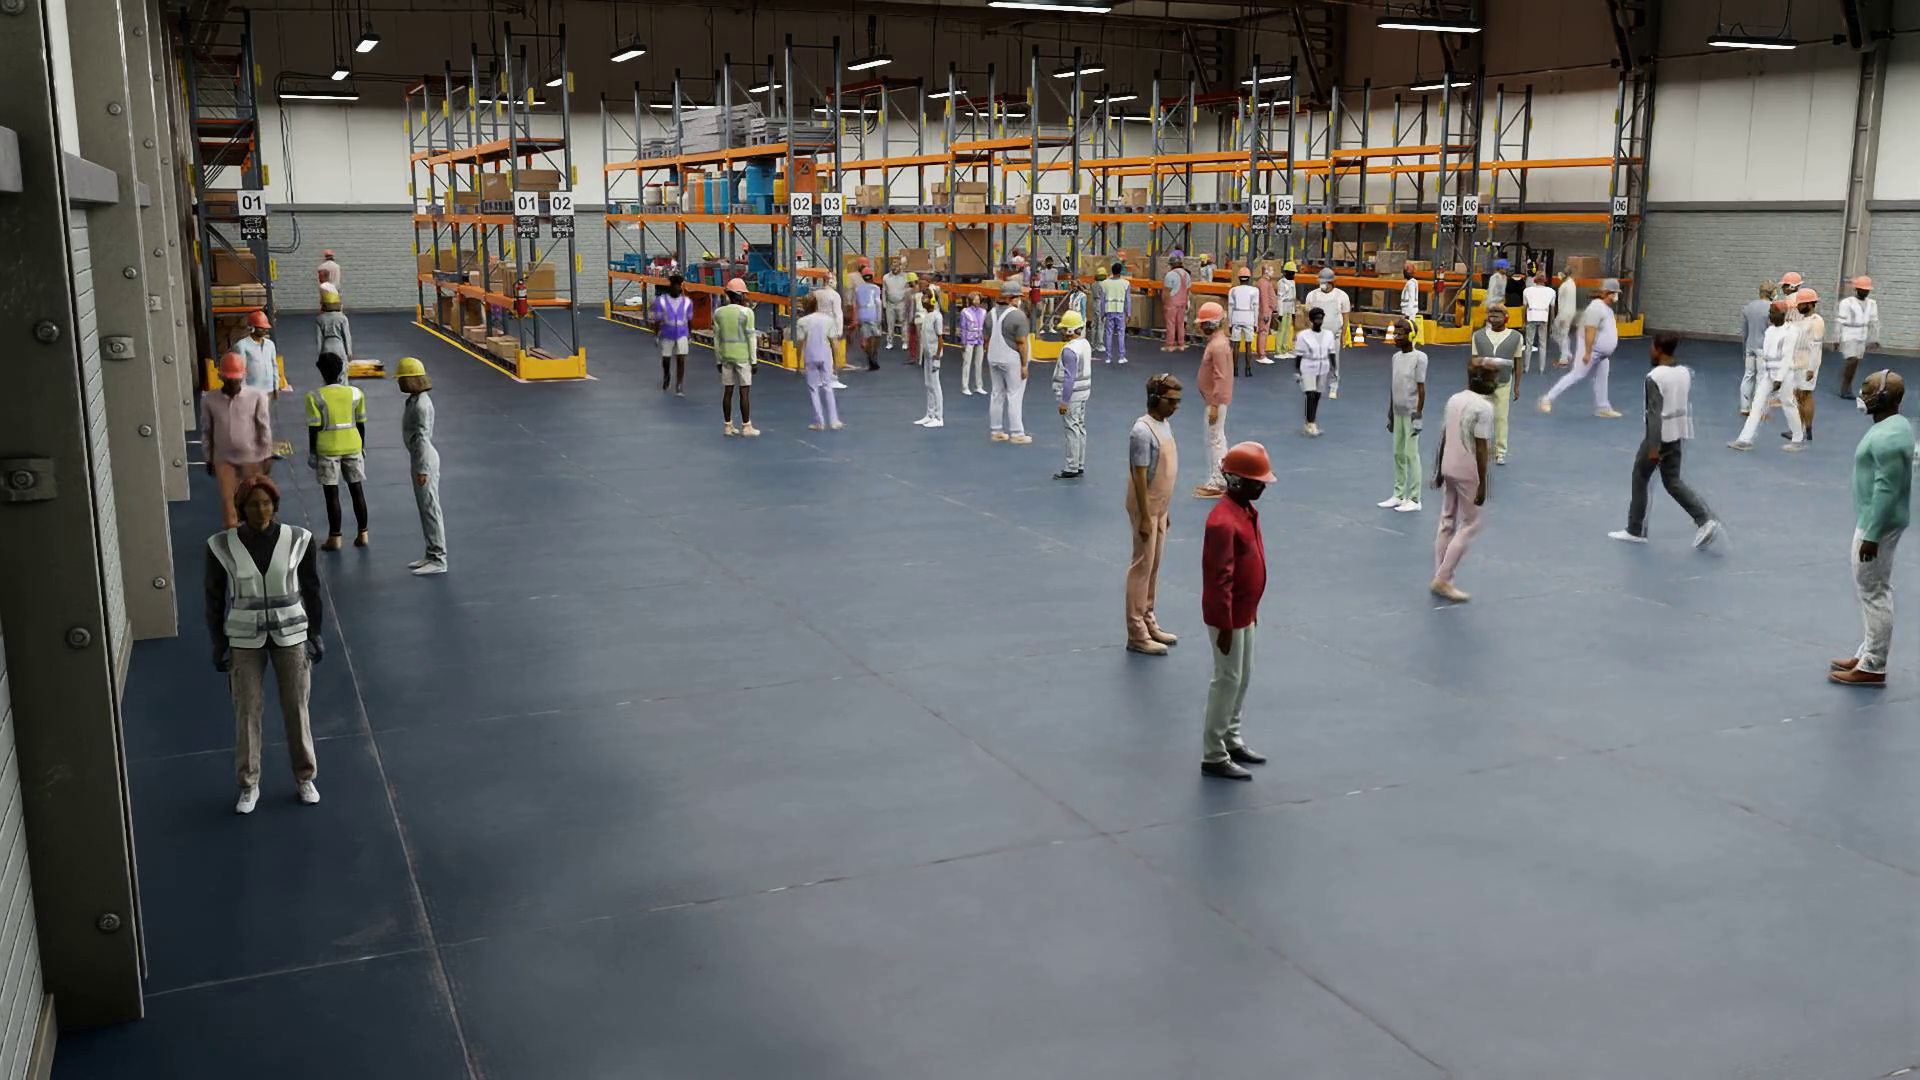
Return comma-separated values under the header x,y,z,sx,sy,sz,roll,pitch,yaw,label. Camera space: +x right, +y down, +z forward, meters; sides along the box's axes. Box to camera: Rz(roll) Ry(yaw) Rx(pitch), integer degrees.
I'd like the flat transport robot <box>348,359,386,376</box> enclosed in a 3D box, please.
x,y,z,sx,sy,sz,roll,pitch,yaw,label
-10.704,-3.087,29.731,0.652,0.197,1.431,-5,12,-26,flat transport robot

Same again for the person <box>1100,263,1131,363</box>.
x,y,z,sx,sy,sz,roll,pitch,yaw,label
3.002,-4.372,32.062,0.596,1.918,0.379,3,12,15,person

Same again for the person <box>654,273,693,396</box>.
x,y,z,sx,sy,sz,roll,pitch,yaw,label
-4.542,-3.268,26.399,0.634,1.936,0.668,-3,12,-16,person

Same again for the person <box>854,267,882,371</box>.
x,y,z,sx,sy,sz,roll,pitch,yaw,label
-1.673,-4.051,30.491,0.595,1.887,0.623,4,12,17,person

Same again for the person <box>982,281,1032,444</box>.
x,y,z,sx,sy,sz,roll,pitch,yaw,label
0.635,-2.240,20.917,0.536,2.000,0.683,-11,15,-44,person

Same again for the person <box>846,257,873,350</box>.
x,y,z,sx,sy,sz,roll,pitch,yaw,label
-2.135,-4.995,35.133,0.627,1.961,0.567,-6,12,-27,person

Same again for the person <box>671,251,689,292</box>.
x,y,z,sx,sy,sz,roll,pitch,yaw,label
-7.722,-7.091,46.053,0.593,1.849,0.898,-5,12,-25,person

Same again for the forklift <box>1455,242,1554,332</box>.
x,y,z,sx,sy,sz,roll,pitch,yaw,label
13.047,-6.049,39.881,2.313,2.155,1.214,-5,12,-23,forklift

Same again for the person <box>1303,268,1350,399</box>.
x,y,z,sx,sy,sz,roll,pitch,yaw,label
5.671,-3.213,25.861,0.685,2.000,0.535,5,12,23,person

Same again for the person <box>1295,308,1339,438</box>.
x,y,z,sx,sy,sz,roll,pitch,yaw,label
4.613,-2.134,21.348,0.539,1.663,0.812,-4,12,-18,person

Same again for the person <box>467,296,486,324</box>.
x,y,z,sx,sy,sz,roll,pitch,yaw,label
-12.015,-6.122,41.483,0.994,1.709,0.528,10,15,42,person

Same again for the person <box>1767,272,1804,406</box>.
x,y,z,sx,sy,sz,roll,pitch,yaw,label
12.375,-2.996,24.871,0.378,1.995,0.609,4,12,21,person

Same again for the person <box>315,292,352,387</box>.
x,y,z,sx,sy,sz,roll,pitch,yaw,label
-9.046,-2.711,24.066,0.493,1.743,0.301,0,11,-2,person

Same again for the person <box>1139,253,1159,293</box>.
x,y,z,sx,sy,sz,roll,pitch,yaw,label
4.875,-6.487,42.995,0.540,1.854,0.443,2,11,8,person

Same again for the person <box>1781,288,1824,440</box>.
x,y,z,sx,sy,sz,roll,pitch,yaw,label
10.744,-2.235,21.197,0.386,1.924,0.548,1,11,5,person

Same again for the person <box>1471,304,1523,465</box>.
x,y,z,sx,sy,sz,roll,pitch,yaw,label
6.136,-1.782,19.090,0.570,1.840,0.372,5,12,24,person

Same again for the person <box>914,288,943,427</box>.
x,y,z,sx,sy,sz,roll,pitch,yaw,label
-0.404,-2.464,22.481,0.327,1.876,0.519,-5,12,-23,person

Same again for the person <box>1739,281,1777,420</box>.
x,y,z,sx,sy,sz,roll,pitch,yaw,label
11.185,-2.643,23.235,0.373,1.936,0.627,-4,12,-18,person

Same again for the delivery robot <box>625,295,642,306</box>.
x,y,z,sx,sy,sz,roll,pitch,yaw,label
-9.207,-6.754,47.405,0.707,0.478,0.477,9,14,38,delivery robot

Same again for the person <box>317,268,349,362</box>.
x,y,z,sx,sy,sz,roll,pitch,yaw,label
-12.123,-4.299,31.938,0.630,1.817,0.616,-1,11,-5,person

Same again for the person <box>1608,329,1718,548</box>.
x,y,z,sx,sy,sz,roll,pitch,yaw,label
6.143,-0.870,14.371,0.599,1.889,0.882,-8,14,-37,person

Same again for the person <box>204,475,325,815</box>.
x,y,z,sx,sy,sz,roll,pitch,yaw,label
-3.342,0.497,8.032,0.524,1.637,0.306,-5,12,-24,person

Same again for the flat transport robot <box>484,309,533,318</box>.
x,y,z,sx,sy,sz,roll,pitch,yaw,label
-12.375,-6.233,45.721,1.431,0.197,0.652,7,13,32,flat transport robot

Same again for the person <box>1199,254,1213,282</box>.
x,y,z,sx,sy,sz,roll,pitch,yaw,label
6.315,-6.501,43.128,0.403,1.822,0.588,-4,12,-19,person

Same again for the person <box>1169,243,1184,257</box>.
x,y,z,sx,sy,sz,roll,pitch,yaw,label
7.483,-9.294,57.324,0.685,1.825,0.542,3,12,16,person

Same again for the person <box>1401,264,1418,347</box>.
x,y,z,sx,sy,sz,roll,pitch,yaw,label
8.793,-4.458,32.581,0.353,1.886,0.573,3,12,15,person

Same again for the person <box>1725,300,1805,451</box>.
x,y,z,sx,sy,sz,roll,pitch,yaw,label
9.845,-1.970,20.076,0.985,1.831,0.594,-2,11,-9,person

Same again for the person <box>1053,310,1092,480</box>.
x,y,z,sx,sy,sz,roll,pitch,yaw,label
1.205,-1.563,17.998,0.404,1.836,0.590,4,12,20,person

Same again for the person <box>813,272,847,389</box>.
x,y,z,sx,sy,sz,roll,pitch,yaw,label
-2.141,-3.450,27.414,0.651,1.904,0.403,10,15,43,person

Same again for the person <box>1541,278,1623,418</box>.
x,y,z,sx,sy,sz,roll,pitch,yaw,label
8.851,-2.761,23.562,1.006,2.000,0.706,8,14,36,person

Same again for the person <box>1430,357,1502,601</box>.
x,y,z,sx,sy,sz,roll,pitch,yaw,label
3.733,-0.455,12.419,0.398,1.827,0.661,-3,12,-17,person

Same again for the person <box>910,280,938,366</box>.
x,y,z,sx,sy,sz,roll,pitch,yaw,label
-0.642,-4.118,31.565,0.545,1.599,0.794,5,12,25,person

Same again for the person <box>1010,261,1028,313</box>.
x,y,z,sx,sy,sz,roll,pitch,yaw,label
1.478,-5.878,40.221,0.571,1.725,0.785,-3,12,-17,person
